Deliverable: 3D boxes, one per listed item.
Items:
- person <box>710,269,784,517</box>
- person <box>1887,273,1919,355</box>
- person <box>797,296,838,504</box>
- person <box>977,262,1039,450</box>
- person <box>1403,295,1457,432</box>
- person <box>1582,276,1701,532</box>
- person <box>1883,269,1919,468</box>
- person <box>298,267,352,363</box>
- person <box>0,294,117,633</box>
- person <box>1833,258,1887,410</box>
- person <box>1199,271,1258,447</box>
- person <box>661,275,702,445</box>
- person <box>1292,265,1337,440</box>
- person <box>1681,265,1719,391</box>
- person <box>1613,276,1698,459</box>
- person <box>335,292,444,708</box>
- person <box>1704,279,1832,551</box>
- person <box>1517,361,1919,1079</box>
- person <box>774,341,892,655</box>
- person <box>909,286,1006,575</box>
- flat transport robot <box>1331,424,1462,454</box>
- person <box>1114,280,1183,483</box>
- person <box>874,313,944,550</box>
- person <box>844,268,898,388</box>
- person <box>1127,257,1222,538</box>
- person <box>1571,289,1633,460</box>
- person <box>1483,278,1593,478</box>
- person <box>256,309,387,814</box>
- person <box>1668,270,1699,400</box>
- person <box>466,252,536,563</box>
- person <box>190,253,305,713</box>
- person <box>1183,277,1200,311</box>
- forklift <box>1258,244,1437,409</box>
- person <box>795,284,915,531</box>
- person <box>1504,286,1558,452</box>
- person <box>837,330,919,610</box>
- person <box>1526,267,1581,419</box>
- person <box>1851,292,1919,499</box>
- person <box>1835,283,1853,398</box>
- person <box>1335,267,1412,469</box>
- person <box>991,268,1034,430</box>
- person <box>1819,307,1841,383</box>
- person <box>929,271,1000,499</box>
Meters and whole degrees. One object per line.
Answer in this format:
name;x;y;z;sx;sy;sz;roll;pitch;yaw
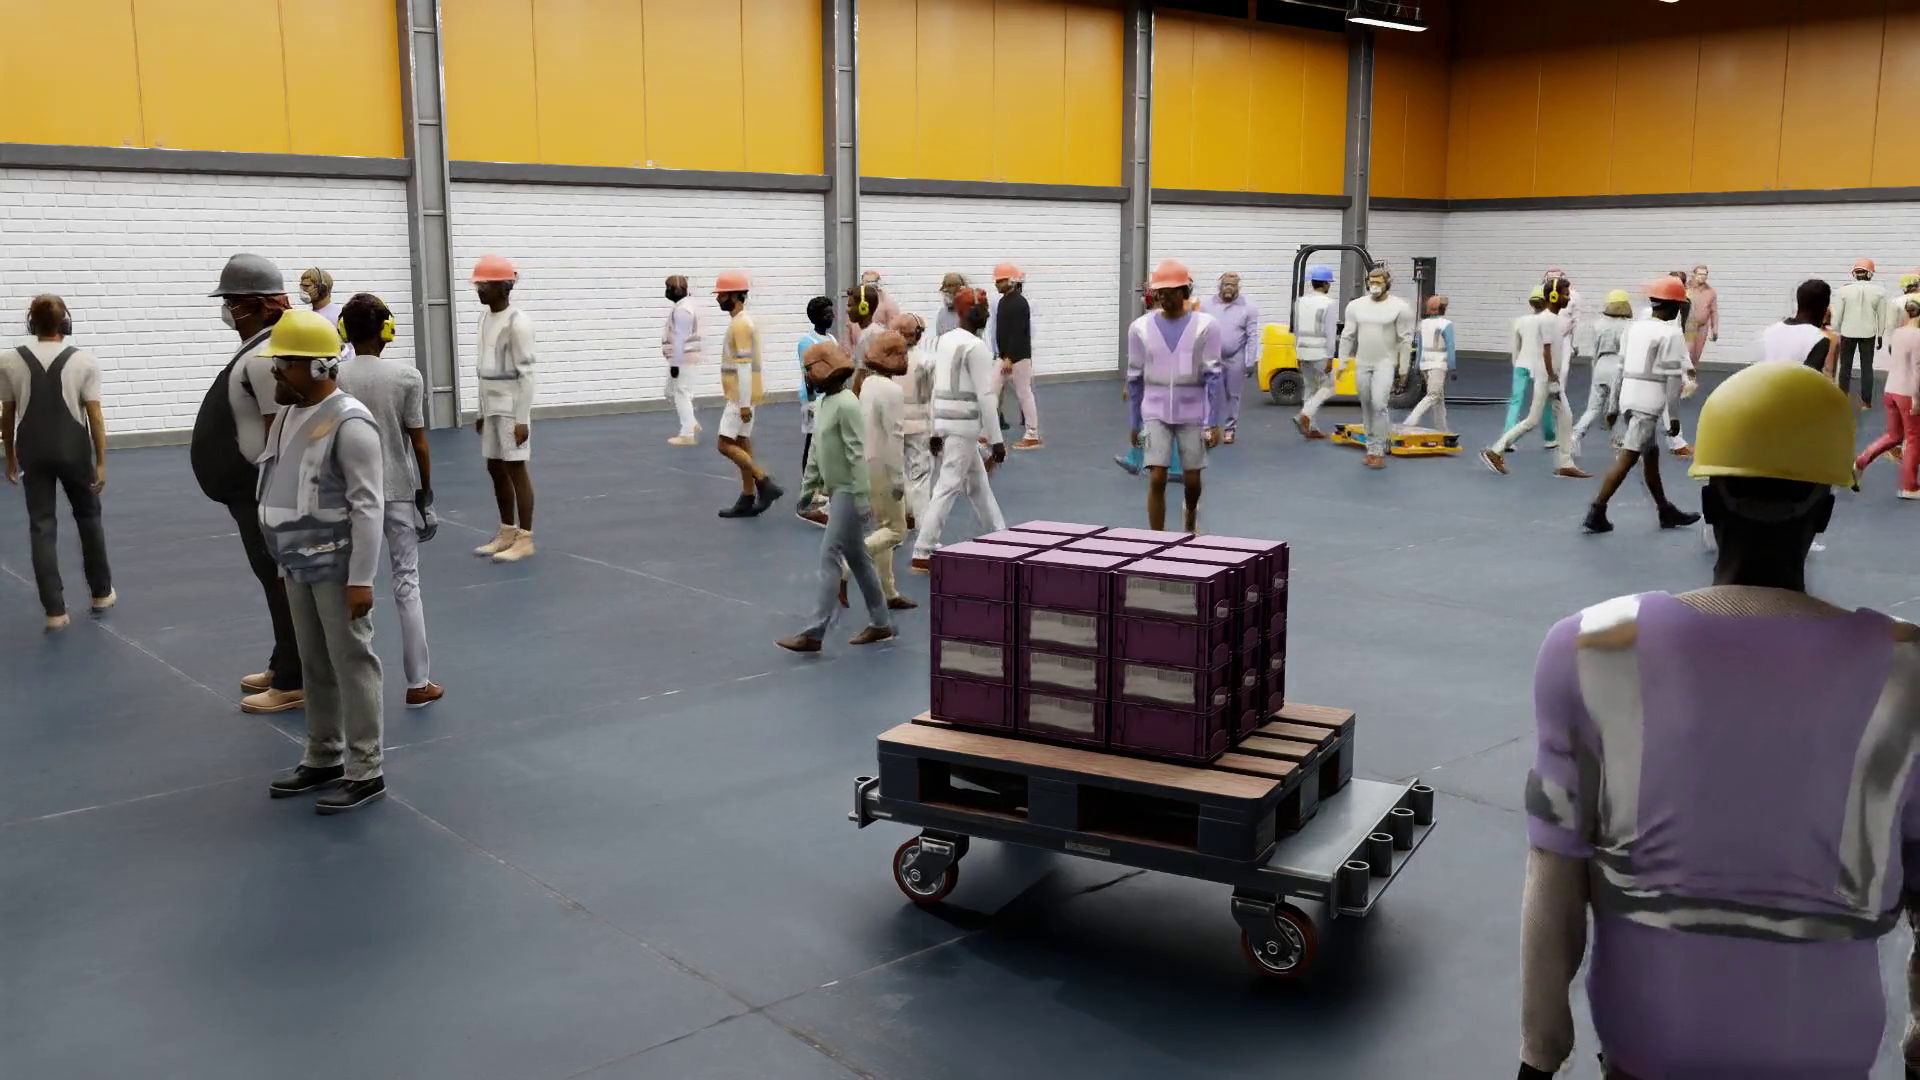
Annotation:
person;-1.680;-1.110;12.782;0.462;1.925;0.547;0;10;-2
person;12.780;-2.688;22.398;0.600;1.784;0.899;4;10;21
person;-1.142;-1.150;13.681;0.318;1.697;0.534;3;10;19
person;0.423;-1.892;17.272;0.956;1.948;0.646;-5;11;-26
person;5.161;-1.880;18.226;0.805;1.610;0.519;-4;10;-21
person;5.010;-0.980;12.194;0.988;1.882;0.554;-2;10;-13
person;9.159;-1.662;15.834;0.423;1.981;0.644;6;12;33
person;-4.853;-1.106;12.716;0.632;1.940;0.372;10;14;44
person;-4.976;-0.436;9.179;0.539;1.811;0.863;-4;10;-20
person;11.833;-2.703;21.908;0.616;1.989;0.394;5;11;26
person;2.821;-1.913;17.674;0.655;1.853;0.972;3;10;15
person;-3.002;-1.926;17.847;0.454;1.823;0.648;-1;10;-5
person;3.845;-2.023;18.113;0.550;1.934;0.613;-6;12;-33
person;10.971;-3.139;24.761;0.685;1.880;0.695;0;10;0
person;7.082;-1.750;16.829;0.588;1.828;1.039;-8;13;-40
person;-2.596;-0.164;7.421;0.512;1.865;0.329;-1;10;-7
person;5.527;-0.824;11.276;0.878;1.886;0.614;-3;10;-15
person;1.128;0.687;2.417;0.607;1.882;0.989;4;11;24
person;-0.675;-0.216;8.541;0.772;1.586;0.516;-3;10;-19
person;0.086;-0.697;10.634;0.980;1.829;0.612;-4;10;-22
flat transport robot;4.543;-1.068;17.367;0.652;0.197;1.431;-3;10;-19
person;1.716;-1.435;15.044;0.586;1.791;0.960;-9;13;-42
person;-0.353;-0.728;11.384;0.522;1.637;0.306;4;11;24
person;-1.009;-2.180;19.152;0.652;1.887;0.685;5;11;25
person;1.401;-0.820;10.807;0.632;2.020;0.719;2;10;13
person;6.373;-1.611;16.386;0.751;1.711;0.479;-8;13;-39
person;5.327;-1.483;15.242;0.906;1.836;0.519;6;11;31
person;-2.337;0.079;6.084;0.588;1.835;0.404;9;13;41
person;9.777;-2.752;22.651;0.489;1.829;0.636;3;10;18
person;-3.040;-0.868;11.017;0.392;2.043;0.612;-9;13;-42
person;-3.143;-0.258;7.453;0.539;2.000;0.689;-4;10;-22
person;3.628;-3.398;26.872;0.529;1.690;0.321;4;10;21
forklift;5.256;-2.933;22.661;2.313;2.155;1.214;3;10;16
person;-0.717;-0.950;12.165;0.994;1.813;0.553;1;10;4
person;5.957;-1.772;17.275;0.930;1.716;0.542;-9;13;-43
person;-0.500;-0.367;9.345;0.542;1.615;0.522;-4;11;-23
person;7.365;-2.447;20.733;0.673;1.880;0.741;4;10;22
person;7.815;-1.204;13.891;0.602;1.733;0.554;0;10;1
person;12.645;-2.843;23.772;0.272;1.632;0.507;6;11;32
person;3.921;-1.633;15.887;0.654;1.911;0.794;7;12;36
person;0.629;-2.255;19.604;0.561;1.884;0.980;4;10;22
person;7.516;-1.280;14.641;0.525;1.632;0.444;-4;11;-23
person;0.028;-1.281;13.850;0.650;1.903;0.657;-4;10;-22
